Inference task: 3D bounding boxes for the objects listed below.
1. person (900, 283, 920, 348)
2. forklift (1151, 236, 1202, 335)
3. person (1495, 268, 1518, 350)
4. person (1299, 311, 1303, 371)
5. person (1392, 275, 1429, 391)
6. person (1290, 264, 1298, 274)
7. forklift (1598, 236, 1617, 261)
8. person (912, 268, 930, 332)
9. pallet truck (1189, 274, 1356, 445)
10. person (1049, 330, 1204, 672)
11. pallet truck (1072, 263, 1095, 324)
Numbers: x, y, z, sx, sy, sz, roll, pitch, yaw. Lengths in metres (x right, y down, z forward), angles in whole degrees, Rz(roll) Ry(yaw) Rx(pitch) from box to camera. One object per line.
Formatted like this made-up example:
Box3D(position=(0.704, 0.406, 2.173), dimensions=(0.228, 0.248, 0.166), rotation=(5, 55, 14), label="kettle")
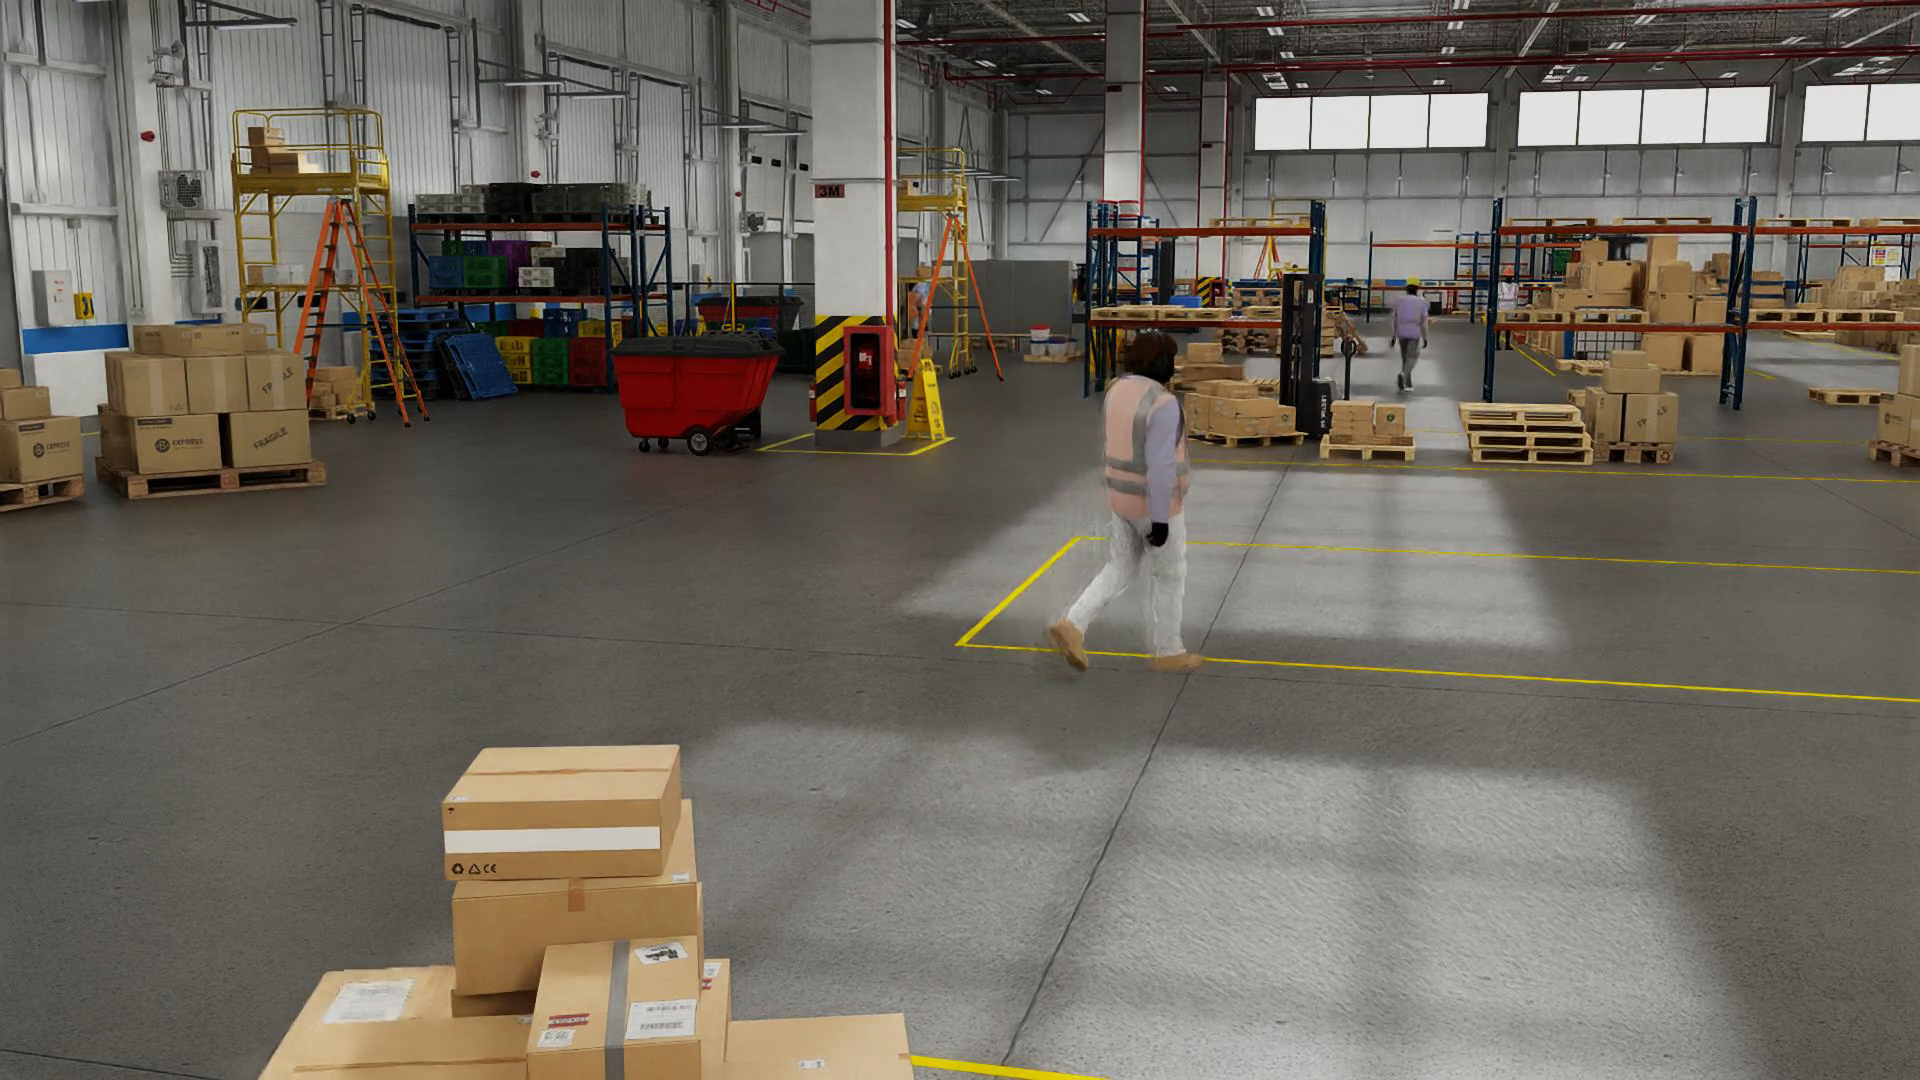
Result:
Box3D(position=(-1.164, -5.048, 37.729), dimensions=(0.533, 1.641, 0.860), rotation=(-2, 10, -14), label="person")
Box3D(position=(5.866, -7.214, 46.878), dimensions=(1.873, 2.768, 1.129), rotation=(2, 10, 14), label="forklift")
Box3D(position=(12.843, -5.417, 39.065), dimensions=(0.542, 1.939, 0.362), rotation=(-1, 10, -5), label="person")
Box3D(position=(6.720, -4.113, 31.986), dimensions=(0.485, 1.739, 0.320), rotation=(-8, 13, -40), label="person")
Box3D(position=(7.239, -3.320, 26.851), dimensions=(0.591, 1.902, 0.720), rotation=(6, 12, 34), label="person")
Box3D(position=(12.671, -9.523, 63.251), dimensions=(0.362, 1.936, 0.631), rotation=(3, 10, 18), label="person")
Box3D(position=(20.025, -8.015, 51.594), dimensions=(1.873, 2.768, 1.129), rotation=(7, 12, 35), label="forklift")
Box3D(position=(-1.151, -7.081, 49.071), dimensions=(0.557, 1.863, 0.915), rotation=(-2, 10, -14), label="person")
Box3D(position=(3.653, -2.138, 19.590), dimensions=(1.885, 1.965, 0.823), rotation=(-4, 10, -20), label="pallet truck")
Box3D(position=(0.888, -0.178, 8.622), dimensions=(0.803, 1.819, 0.621), rotation=(-5, 11, -26), label="person")
Box3D(position=(4.325, -8.180, 55.162), dimensions=(0.823, 1.965, 1.885), rotation=(6, 11, 31), label="pallet truck")
